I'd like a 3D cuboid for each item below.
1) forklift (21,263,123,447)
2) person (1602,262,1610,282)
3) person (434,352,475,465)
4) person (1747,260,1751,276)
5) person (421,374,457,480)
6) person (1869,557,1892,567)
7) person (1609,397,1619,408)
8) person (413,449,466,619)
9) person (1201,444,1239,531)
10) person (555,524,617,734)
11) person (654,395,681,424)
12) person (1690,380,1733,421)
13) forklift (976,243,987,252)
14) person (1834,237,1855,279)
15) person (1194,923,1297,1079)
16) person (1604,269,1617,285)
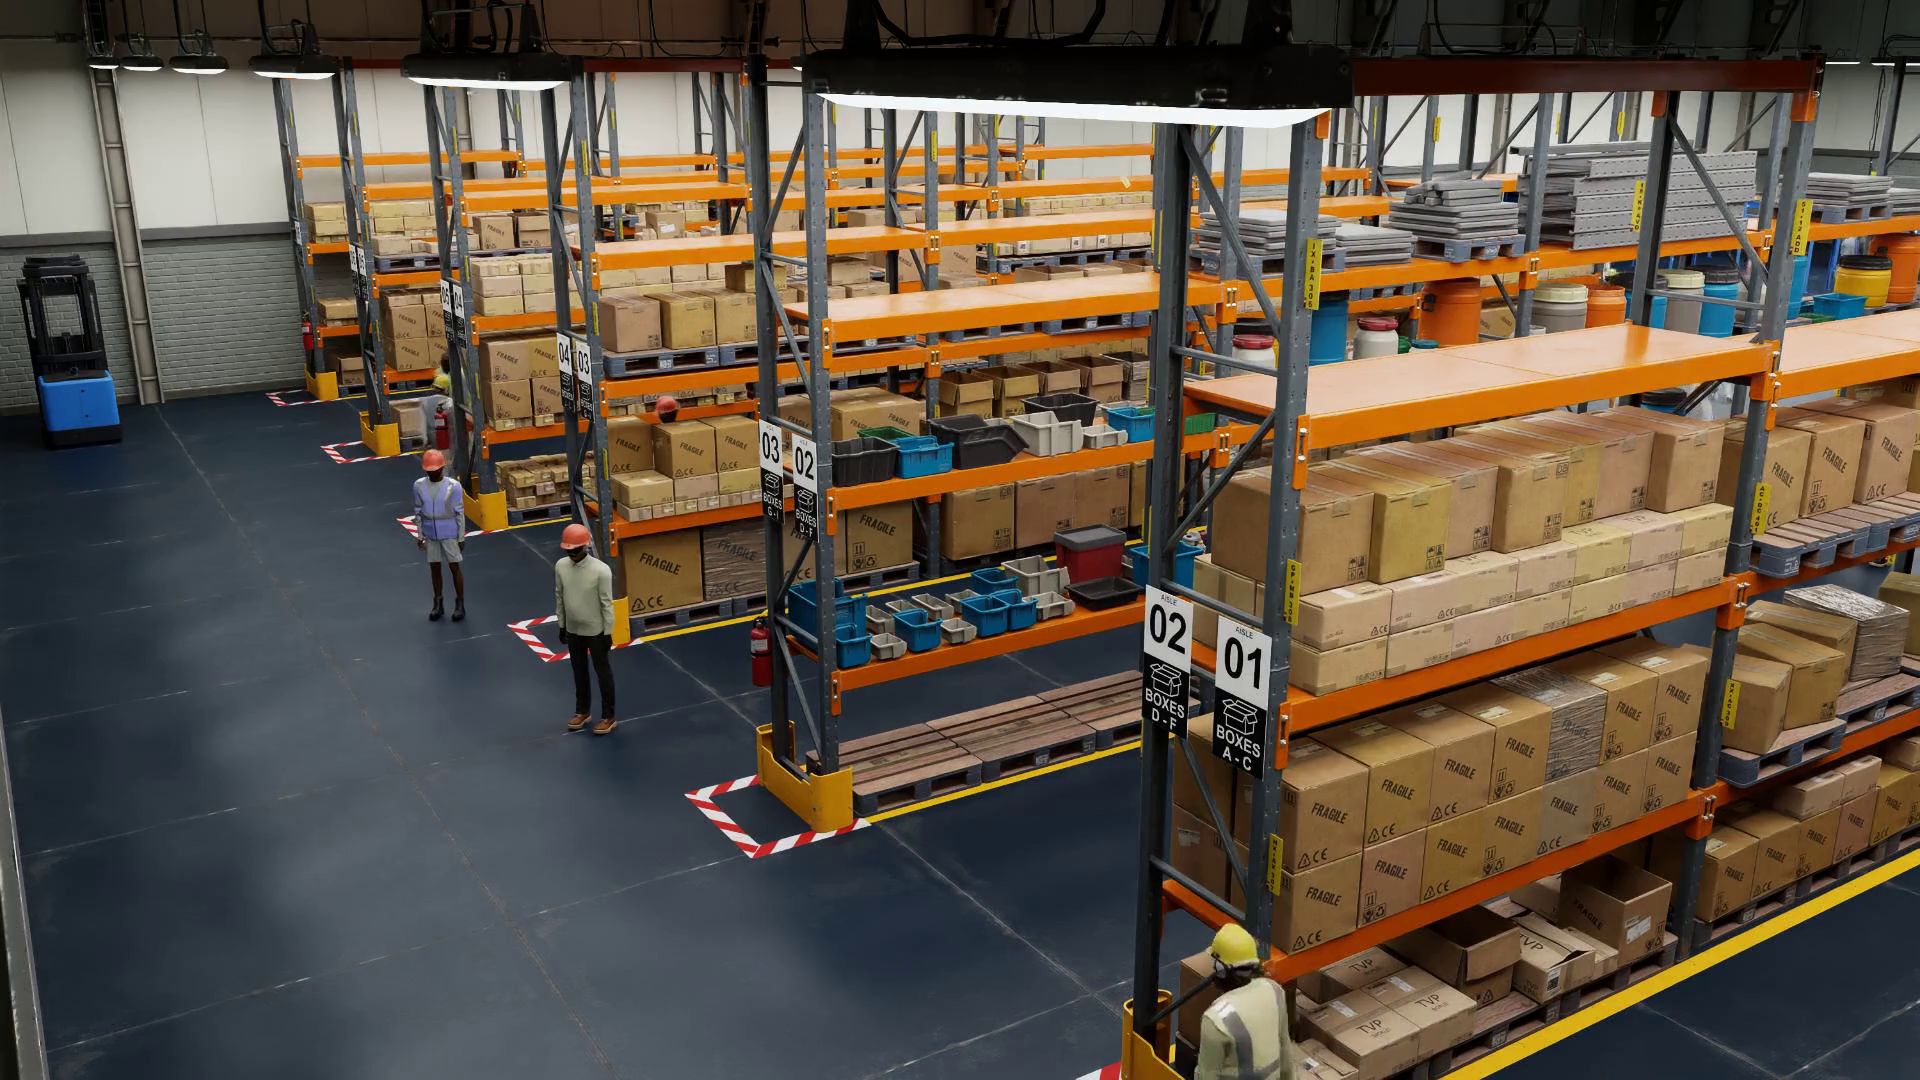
[{"bbox_3d":[-14.518,-3.079,25.708,1.129,2.768,1.873,-10,20,-31],"label":"forklift"},{"bbox_3d":[17.877,-8.078,43.755,0.515,1.865,0.312,-8,19,-25],"label":"person"},{"bbox_3d":[-7.663,-1.949,23.770,0.655,1.792,0.888,6,18,19],"label":"person"},{"bbox_3d":[18.175,-5.780,36.203,0.865,1.879,0.655,0,17,1],"label":"person"},{"bbox_3d":[-7.239,-1.428,22.084,0.591,1.788,0.938,4,17,14],"label":"person"},{"bbox_3d":[11.315,-0.663,19.257,0.367,1.966,0.607,-3,17,-9],"label":"person"},{"bbox_3d":[9.911,-2.026,23.767,0.347,1.942,0.548,11,20,32],"label":"person"},{"bbox_3d":[-5.713,-0.064,17.361,0.545,1.929,0.389,1,17,3],"label":"person"},{"bbox_3d":[3.230,-0.816,19.805,0.372,1.940,0.630,-8,19,-26],"label":"person"},{"bbox_3d":[-3.431,0.798,14.434,0.615,1.987,0.407,7,18,23],"label":"person"},{"bbox_3d":[-3.572,-0.793,19.555,0.374,2.043,0.608,-14,22,-39],"label":"person"},{"bbox_3d":[11.759,-2.258,24.714,0.591,1.834,0.978,-7,18,-22],"label":"person"},{"bbox_3d":[0.988,-5.474,34.718,1.214,2.155,2.313,-10,20,-31],"label":"forklift"},{"bbox_3d":[22.634,-7.086,40.397,0.452,1.919,0.653,13,21,36],"label":"person"},{"bbox_3d":[1.464,2.850,8.089,0.972,1.773,0.645,15,23,41],"label":"person"},{"bbox_3d":[13.749,-4.915,33.622,0.872,1.706,0.485,1,17,5],"label":"person"}]
